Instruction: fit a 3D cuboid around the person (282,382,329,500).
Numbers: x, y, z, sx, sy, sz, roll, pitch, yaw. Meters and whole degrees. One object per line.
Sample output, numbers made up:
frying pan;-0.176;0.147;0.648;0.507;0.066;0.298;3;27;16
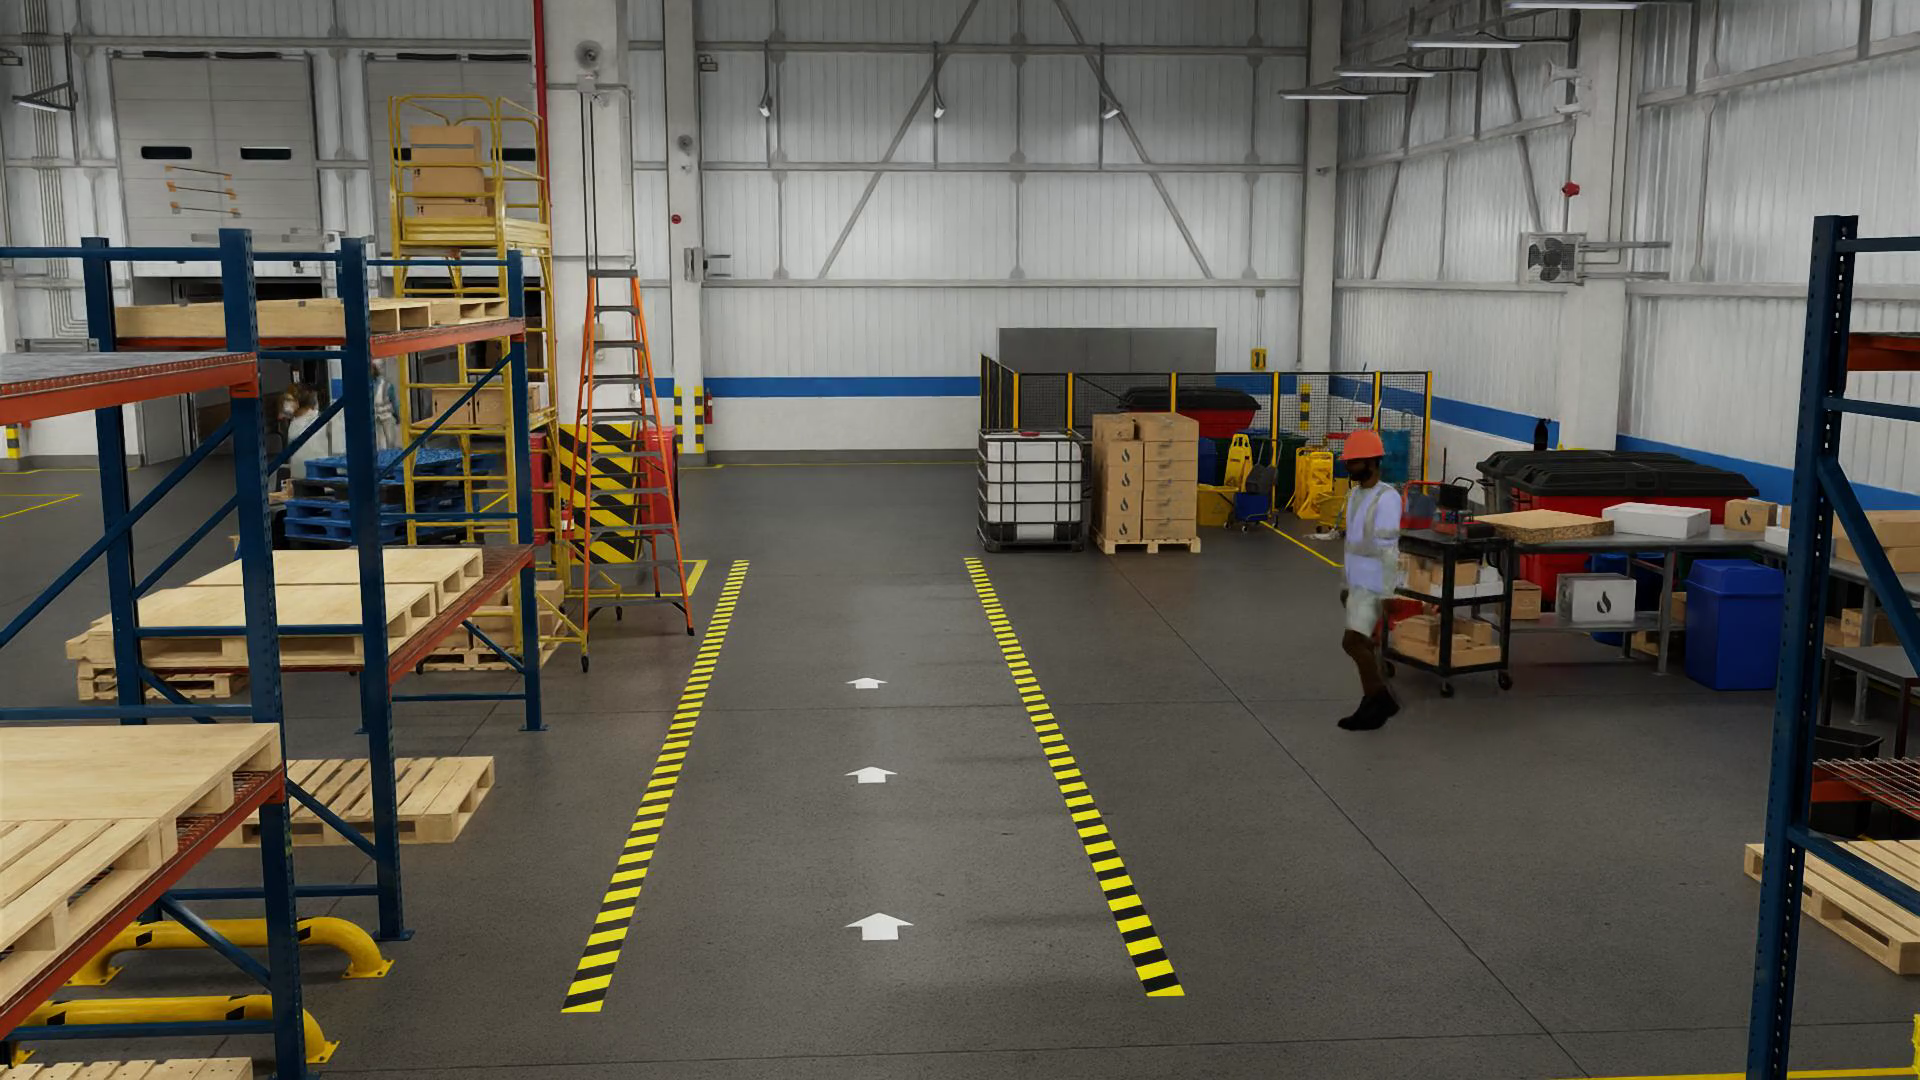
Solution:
person;-5.937;-0.495;15.242;0.489;1.919;0.625;-6;11;-33

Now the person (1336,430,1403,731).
person;2.534;0.268;10.444;0.412;1.920;0.585;-2;9;-12

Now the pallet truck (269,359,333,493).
pallet truck;-7.062;-1.131;18.996;1.885;1.965;0.823;2;9;13

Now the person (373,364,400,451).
person;-8.462;-1.770;24.203;0.551;1.610;0.404;-2;9;-11
